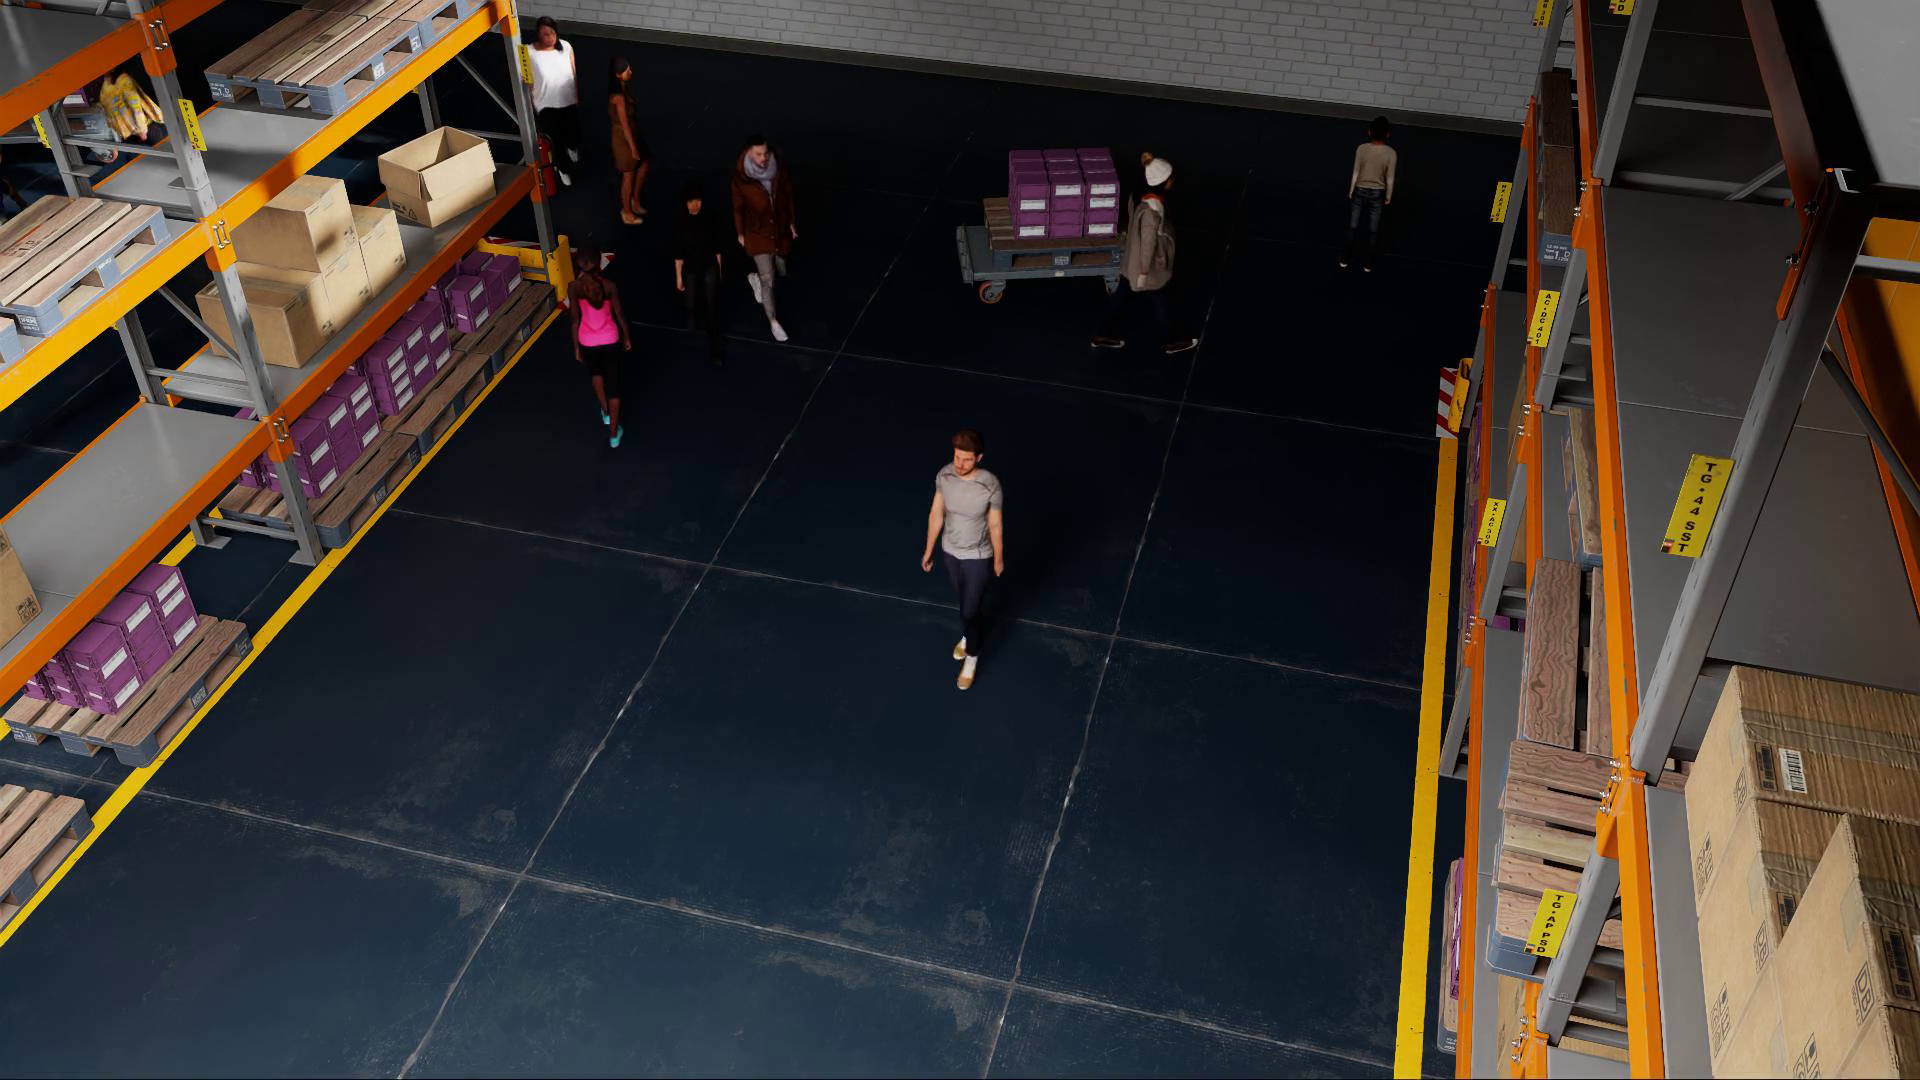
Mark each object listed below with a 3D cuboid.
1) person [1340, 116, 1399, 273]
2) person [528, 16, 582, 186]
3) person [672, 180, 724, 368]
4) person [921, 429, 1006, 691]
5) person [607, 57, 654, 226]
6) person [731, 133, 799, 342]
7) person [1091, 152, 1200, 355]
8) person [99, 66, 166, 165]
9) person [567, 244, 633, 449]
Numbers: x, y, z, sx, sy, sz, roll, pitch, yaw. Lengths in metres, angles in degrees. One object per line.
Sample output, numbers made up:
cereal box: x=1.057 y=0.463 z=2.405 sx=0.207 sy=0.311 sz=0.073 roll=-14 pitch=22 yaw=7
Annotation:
person: x=3.721 y=-3.144 z=15.140 sx=0.544 sy=1.460 sz=0.508 roll=12 pitch=40 yaw=15
person: x=-4.027 y=-4.405 z=16.547 sx=0.865 sy=1.674 sz=0.937 roll=-14 pitch=41 yaw=-17
person: x=-2.205 y=-2.290 z=13.939 sx=0.854 sy=1.625 sz=1.049 roll=-9 pitch=39 yaw=-11
person: x=0.086 y=0.014 z=10.851 sx=0.767 sy=1.878 sz=0.871 roll=22 pitch=43 yaw=25
person: x=-3.230 y=-3.751 z=15.728 sx=0.723 sy=1.675 sz=0.622 roll=-4 pitch=39 yaw=-4
person: x=-1.682 y=-2.642 z=14.231 sx=1.121 sy=1.811 sz=1.146 roll=-23 pitch=44 yaw=-26
person: x=1.442 y=-2.344 z=13.827 sx=1.071 sy=1.849 sz=1.186 roll=-7 pitch=39 yaw=-9
person: x=-7.921 y=-4.059 z=16.177 sx=0.881 sy=1.595 sz=1.138 roll=23 pitch=44 yaw=26
person: x=-2.786 y=-1.460 z=12.833 sx=0.695 sy=1.708 sz=0.822 roll=-1 pitch=39 yaw=-2
